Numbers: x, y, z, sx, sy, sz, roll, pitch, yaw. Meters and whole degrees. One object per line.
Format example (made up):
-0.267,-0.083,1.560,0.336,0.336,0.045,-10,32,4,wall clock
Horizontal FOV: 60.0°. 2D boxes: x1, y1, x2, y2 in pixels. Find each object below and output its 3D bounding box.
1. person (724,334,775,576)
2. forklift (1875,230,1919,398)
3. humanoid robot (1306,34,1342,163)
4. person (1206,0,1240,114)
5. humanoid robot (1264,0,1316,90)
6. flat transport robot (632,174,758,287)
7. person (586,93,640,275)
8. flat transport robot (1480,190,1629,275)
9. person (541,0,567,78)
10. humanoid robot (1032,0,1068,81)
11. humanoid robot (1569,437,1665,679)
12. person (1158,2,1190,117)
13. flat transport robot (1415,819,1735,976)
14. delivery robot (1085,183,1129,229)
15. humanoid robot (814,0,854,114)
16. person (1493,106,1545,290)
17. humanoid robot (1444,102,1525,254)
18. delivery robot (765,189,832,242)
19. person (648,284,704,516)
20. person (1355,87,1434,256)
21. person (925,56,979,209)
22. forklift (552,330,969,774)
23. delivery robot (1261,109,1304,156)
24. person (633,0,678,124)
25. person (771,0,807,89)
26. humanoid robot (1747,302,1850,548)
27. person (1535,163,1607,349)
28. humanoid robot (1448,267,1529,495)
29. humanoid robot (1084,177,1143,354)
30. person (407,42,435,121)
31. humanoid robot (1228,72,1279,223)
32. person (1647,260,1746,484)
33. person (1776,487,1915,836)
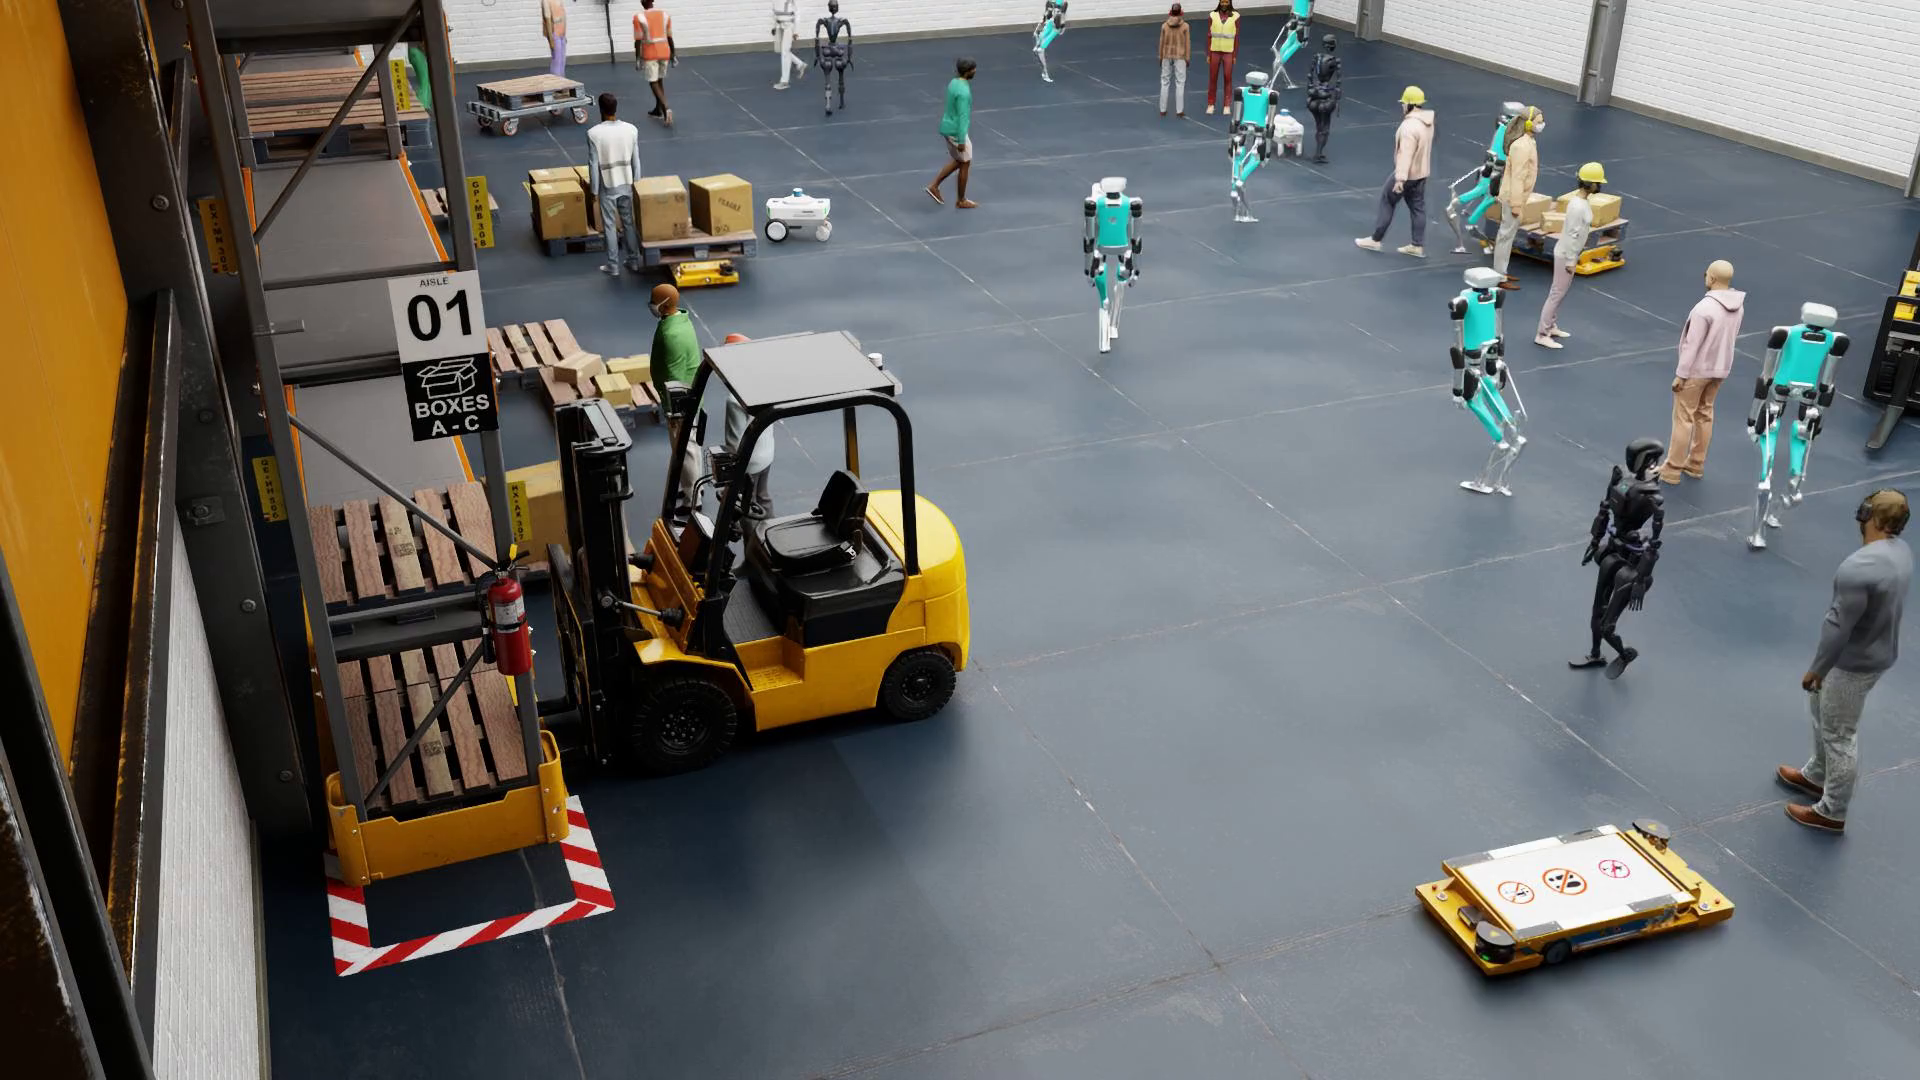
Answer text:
-1.474,-0.588,11.522,0.348,1.738,0.572,9,28,16,person
9.029,-2.397,14.618,1.214,2.155,2.313,18,32,32,forklift
4.845,-5.866,22.090,0.447,1.647,0.612,-18,32,-32,humanoid robot
3.894,-7.233,24.716,0.472,1.764,0.370,7,27,13,person
5.079,-7.887,26.102,0.889,1.820,0.553,-12,29,-22,humanoid robot
-2.859,-3.065,18.083,0.659,0.231,1.431,-7,28,-14,flat transport robot
-3.657,-3.772,17.674,0.598,1.907,0.414,-22,34,-37,person
6.569,-3.243,18.438,0.659,0.231,1.431,-17,32,-31,flat transport robot
-6.243,-7.768,25.683,0.373,1.843,0.569,4,27,7,person
1.393,-8.369,27.009,0.821,1.781,0.613,-15,30,-28,humanoid robot
4.076,0.112,10.188,0.375,1.646,0.601,-7,27,-13,humanoid robot
3.150,-7.077,24.532,0.469,1.647,0.317,8,28,15,person
3.110,1.795,8.417,1.431,0.231,0.659,-8,28,-16,flat transport robot
1.721,-3.930,19.497,0.499,0.603,0.807,1,27,3,delivery robot
-1.891,-7.207,24.821,0.611,1.656,0.734,0,27,0,humanoid robot
5.767,-3.562,17.287,0.401,1.877,0.555,9,28,17,person
5.607,-3.840,18.029,0.958,1.739,0.538,-5,27,-10,humanoid robot
-1.867,-3.720,19.085,0.813,0.609,0.499,1,27,1,delivery robot
-2.100,-1.053,12.406,0.385,1.776,0.546,-2,27,-4,person
4.844,-4.071,18.339,0.840,1.834,0.813,22,34,36,person
-0.085,-4.872,19.951,0.563,1.825,0.532,-10,28,-18,person
-1.094,0.010,9.831,2.313,2.155,1.214,-10,28,-20,forklift
4.425,-5.591,22.781,0.499,0.586,0.765,-5,27,-10,delivery robot
-4.385,-7.027,24.123,0.626,1.934,0.894,-20,33,-34,person
-2.734,-8.144,26.401,0.672,1.868,0.592,-22,34,-36,person
5.969,-0.742,11.875,0.575,1.788,0.875,4,27,9,humanoid robot
5.781,-2.688,15.686,0.375,1.756,0.534,13,30,25,person
4.058,-1.130,12.616,0.540,1.775,0.806,-17,31,-30,humanoid robot
1.416,-2.579,15.514,0.538,1.737,1.028,2,27,5,humanoid robot
-7.821,-7.022,24.218,0.468,1.829,0.538,-10,28,-18,person
3.284,-4.439,19.208,0.531,1.786,0.867,13,29,23,humanoid robot
5.756,-1.286,12.872,0.537,1.775,0.410,-15,30,-27,person
4.782,0.654,8.877,0.429,1.895,0.676,22,34,36,person
